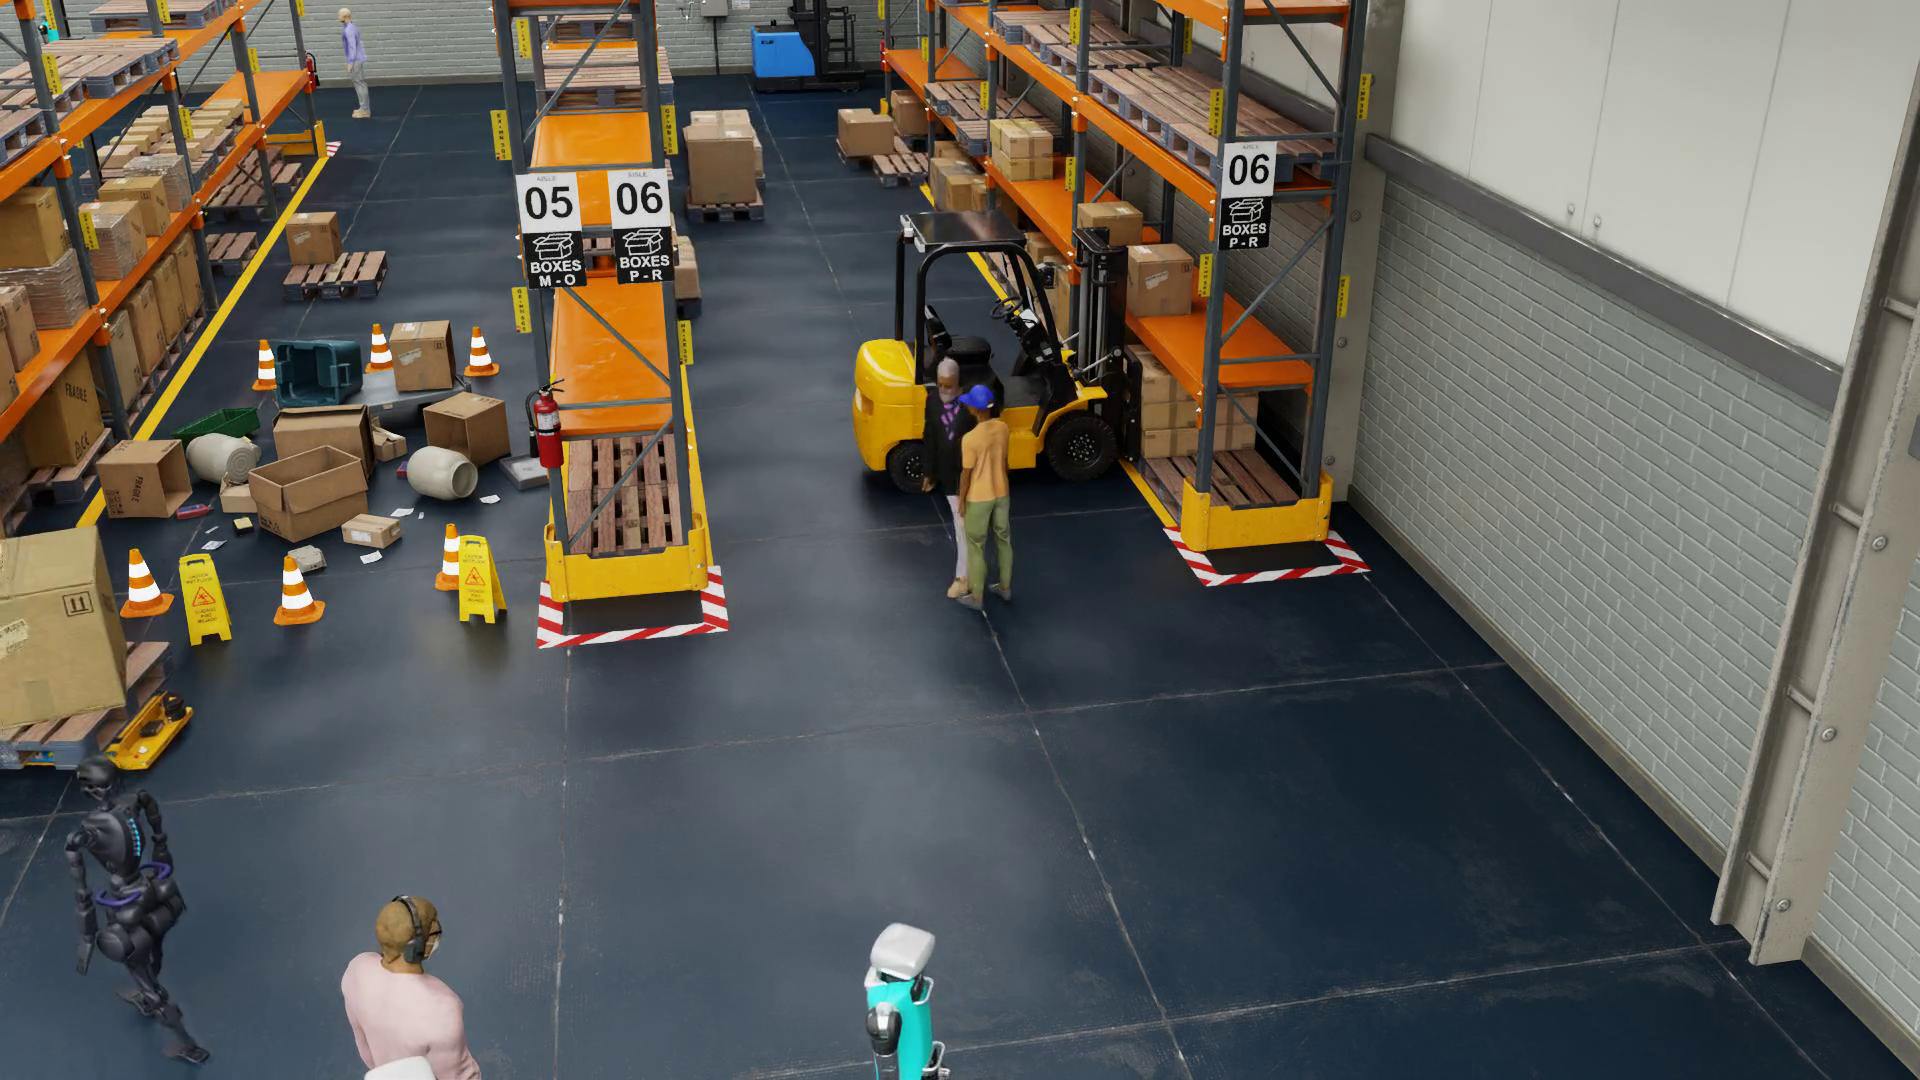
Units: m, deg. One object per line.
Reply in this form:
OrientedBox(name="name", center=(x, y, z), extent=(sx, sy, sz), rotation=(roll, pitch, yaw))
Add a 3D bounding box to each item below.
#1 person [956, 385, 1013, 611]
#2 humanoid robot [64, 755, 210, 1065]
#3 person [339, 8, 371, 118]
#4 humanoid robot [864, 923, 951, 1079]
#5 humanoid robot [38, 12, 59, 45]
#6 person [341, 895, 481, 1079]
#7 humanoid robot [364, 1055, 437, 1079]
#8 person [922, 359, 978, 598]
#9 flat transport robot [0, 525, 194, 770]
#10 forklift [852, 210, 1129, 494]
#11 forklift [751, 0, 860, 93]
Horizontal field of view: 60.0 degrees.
OrientedBox(name="person", center=(0.160, -0.323, 12.140), extent=(0.450, 1.712, 0.384), rotation=(-19, 32, -34))
OrientedBox(name="humanoid robot", center=(-3.987, 1.748, 7.897), extent=(0.735, 1.630, 0.593), rotation=(8, 27, 17))
OrientedBox(name="person", center=(-10.254, -8.097, 28.226), extent=(0.386, 1.797, 0.594), rotation=(-4, 26, -9))
OrientedBox(name="humanoid robot", center=(-0.026, 2.321, 6.583), extent=(0.678, 1.774, 0.549), rotation=(5, 26, 10))
OrientedBox(name="humanoid robot", center=(-14.974, -8.048, 28.045), extent=(0.735, 1.673, 0.533), rotation=(1, 26, 2))
OrientedBox(name="person", center=(-2.091, 2.225, 6.575), extent=(0.626, 1.934, 0.372), rotation=(16, 30, 30))
OrientedBox(name="humanoid robot", center=(-1.757, 2.663, 5.812), extent=(0.538, 1.703, 0.760), rotation=(-19, 31, -34))
OrientedBox(name="person", center=(-0.034, -0.469, 12.313), extent=(0.554, 1.817, 0.736), rotation=(15, 29, 28))
OrientedBox(name="flat transport robot", center=(-5.748, 1.211, 10.607), extent=(1.431, 0.231, 0.659), rotation=(1, 26, 1))
OrientedBox(name="forklift", center=(0.216, -1.659, 14.366), extent=(2.313, 2.155, 1.214), rotation=(-5, 26, -10))
OrientedBox(name="forklift", center=(-2.872, -9.679, 30.288), extent=(1.873, 2.768, 1.129), rotation=(-5, 26, -10))
